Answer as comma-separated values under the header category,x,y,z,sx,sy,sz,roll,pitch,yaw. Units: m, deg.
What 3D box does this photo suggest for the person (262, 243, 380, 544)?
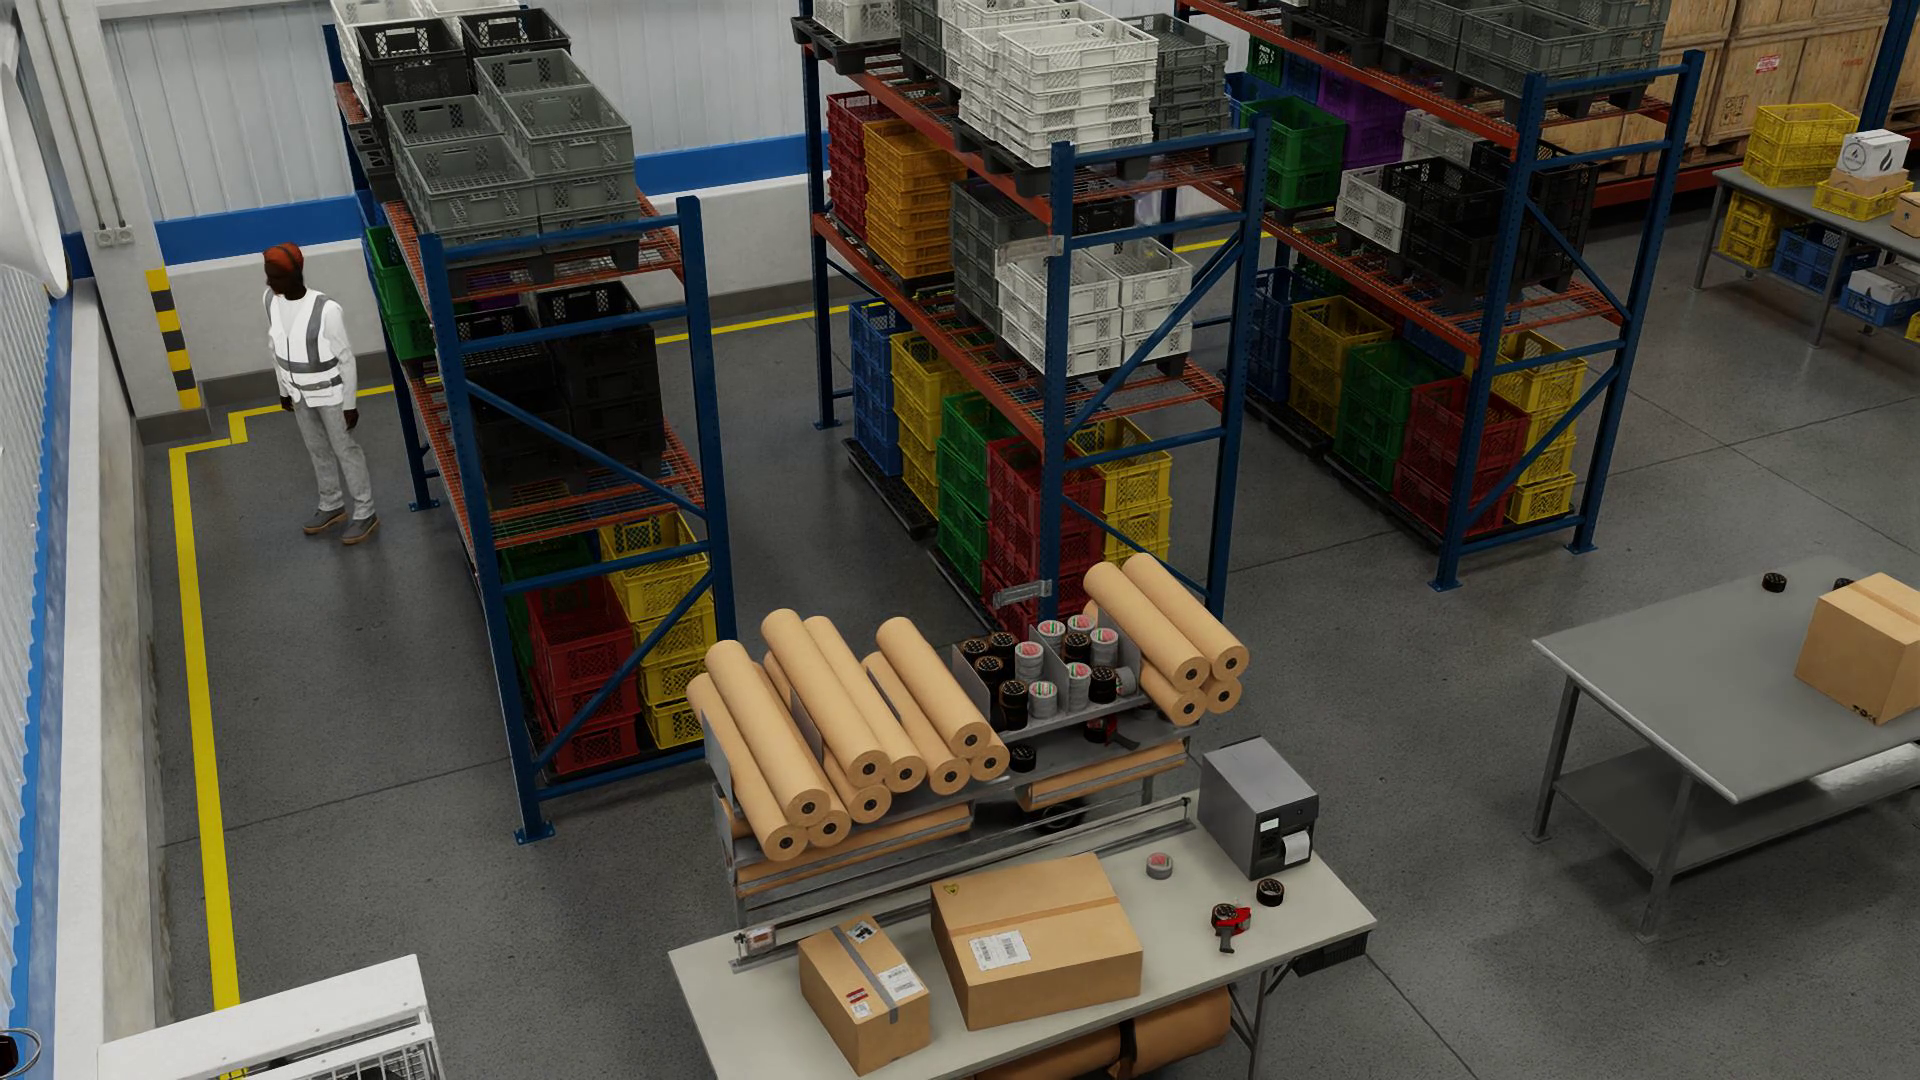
category,x,y,z,sx,sy,sz,roll,pitch,yaw
person,-3.798,-0.863,9.817,0.587,1.882,0.341,14,34,22

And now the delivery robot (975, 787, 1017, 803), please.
category,x,y,z,sx,sy,sz,roll,pitch,yaw
delivery robot,0.200,1.031,7.915,0.707,0.478,0.477,-3,32,-5

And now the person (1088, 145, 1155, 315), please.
category,x,y,z,sx,sy,sz,roll,pitch,yaw
person,1.138,-2.408,12.336,0.891,1.873,0.640,-8,32,-12
